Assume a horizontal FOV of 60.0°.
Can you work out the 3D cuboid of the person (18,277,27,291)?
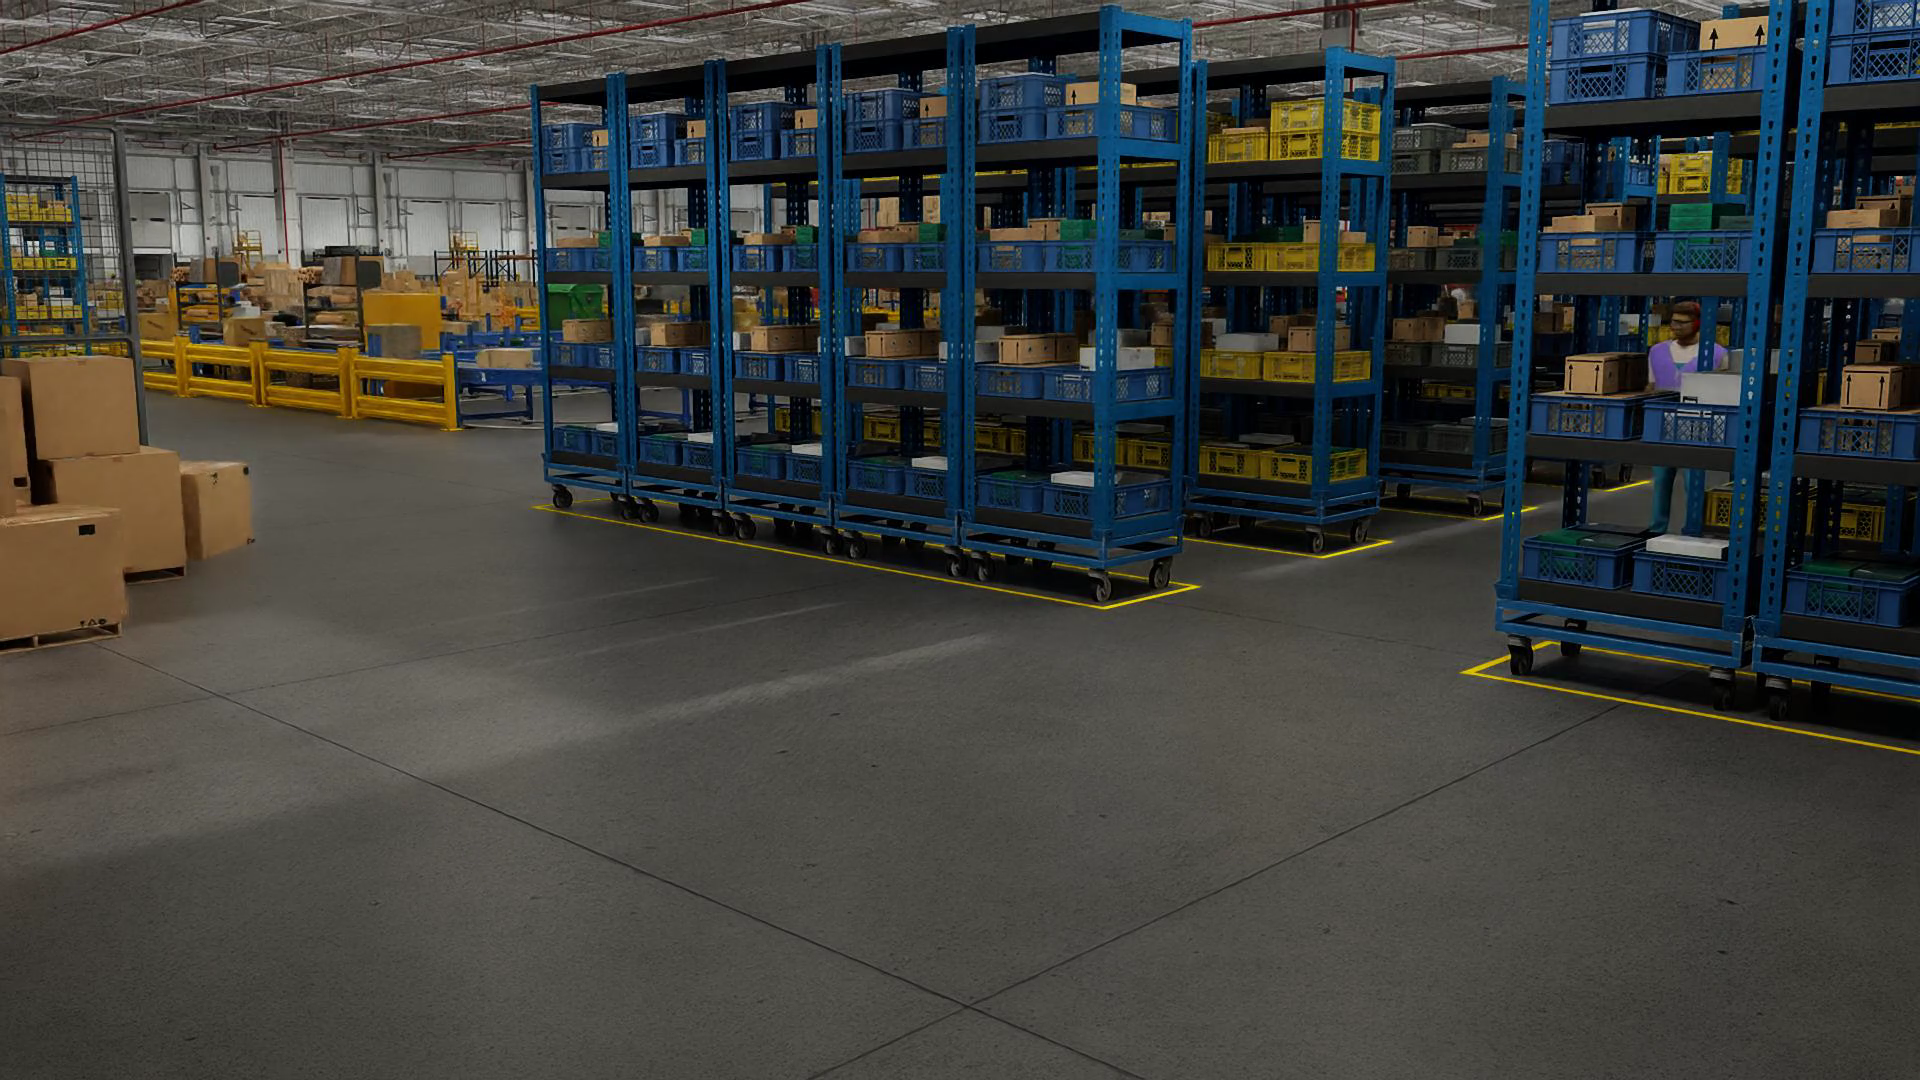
[{"bbox_3d":[-44.764,-11.910,79.692,0.384,1.991,0.609,8,12,41],"label":"person"}]

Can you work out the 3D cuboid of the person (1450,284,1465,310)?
[{"bbox_3d":[13.690,-6.346,46.201,0.918,1.784,0.614,8,12,40],"label":"person"}]

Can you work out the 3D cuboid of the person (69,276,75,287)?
[{"bbox_3d":[-39.911,-11.041,74.918,0.849,1.819,0.628,-8,12,-39],"label":"person"}]

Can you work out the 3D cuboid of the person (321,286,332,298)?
[{"bbox_3d":[-22.048,-8.343,58.063,0.549,1.919,0.772,7,11,35],"label":"person"}]

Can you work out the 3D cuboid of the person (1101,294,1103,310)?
[{"bbox_3d":[2.907,-4.165,33.052,0.524,1.731,0.899,6,11,31],"label":"person"}]

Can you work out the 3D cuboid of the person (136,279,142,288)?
[{"bbox_3d":[-27.218,-7.742,54.959,0.901,1.726,0.521,-5,11,-30],"label":"person"}]

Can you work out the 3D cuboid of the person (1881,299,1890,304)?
[{"bbox_3d":[20.188,-4.786,36.003,0.637,1.989,0.401,3,10,20],"label":"person"}]

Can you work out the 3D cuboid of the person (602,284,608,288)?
[{"bbox_3d":[-16.175,-11.182,75.824,0.496,1.805,0.973,2,9,10],"label":"person"}]

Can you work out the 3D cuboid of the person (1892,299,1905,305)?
[{"bbox_3d":[15.678,-3.408,27.792,0.598,1.925,0.654,2,9,10],"label":"person"}]

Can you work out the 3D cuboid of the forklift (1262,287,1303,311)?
[{"bbox_3d":[10.769,-8.203,54.240,1.129,2.768,1.873,8,12,42],"label":"forklift"}]

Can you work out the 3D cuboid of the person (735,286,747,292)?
[{"bbox_3d":[-8.532,-9.369,64.429,0.549,1.883,1.006,-2,9,-11],"label":"person"}]

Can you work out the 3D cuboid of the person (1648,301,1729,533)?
[{"bbox_3d":[5.184,-0.782,11.915,0.384,1.841,0.565,-9,13,-42],"label":"person"}]

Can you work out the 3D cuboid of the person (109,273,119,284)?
[{"bbox_3d":[-43.328,-12.747,85.183,0.582,1.883,1.001,6,11,31],"label":"person"}]

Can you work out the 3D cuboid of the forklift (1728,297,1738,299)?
[{"bbox_3d":[19.999,-6.296,42.547,1.873,2.768,1.129,9,13,43],"label":"forklift"}]

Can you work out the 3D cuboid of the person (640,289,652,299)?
[{"bbox_3d":[-16.052,-12.792,84.943,0.707,2.000,0.989,-8,12,-42],"label":"person"}]

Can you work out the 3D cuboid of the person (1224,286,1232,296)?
[{"bbox_3d":[9.088,-7.950,56.327,0.454,1.680,0.558,-6,11,-31],"label":"person"}]

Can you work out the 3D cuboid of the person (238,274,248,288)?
[{"bbox_3d":[-24.224,-8.037,56.214,0.511,1.903,0.594,-8,12,-40],"label":"person"}]

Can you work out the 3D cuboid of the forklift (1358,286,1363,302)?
[{"bbox_3d":[11.100,-7.017,46.970,1.873,2.768,1.129,9,13,43],"label":"forklift"}]

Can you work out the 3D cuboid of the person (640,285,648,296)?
[{"bbox_3d":[-12.732,-9.674,67.059,0.307,1.638,0.512,-2,10,-14],"label":"person"}]
